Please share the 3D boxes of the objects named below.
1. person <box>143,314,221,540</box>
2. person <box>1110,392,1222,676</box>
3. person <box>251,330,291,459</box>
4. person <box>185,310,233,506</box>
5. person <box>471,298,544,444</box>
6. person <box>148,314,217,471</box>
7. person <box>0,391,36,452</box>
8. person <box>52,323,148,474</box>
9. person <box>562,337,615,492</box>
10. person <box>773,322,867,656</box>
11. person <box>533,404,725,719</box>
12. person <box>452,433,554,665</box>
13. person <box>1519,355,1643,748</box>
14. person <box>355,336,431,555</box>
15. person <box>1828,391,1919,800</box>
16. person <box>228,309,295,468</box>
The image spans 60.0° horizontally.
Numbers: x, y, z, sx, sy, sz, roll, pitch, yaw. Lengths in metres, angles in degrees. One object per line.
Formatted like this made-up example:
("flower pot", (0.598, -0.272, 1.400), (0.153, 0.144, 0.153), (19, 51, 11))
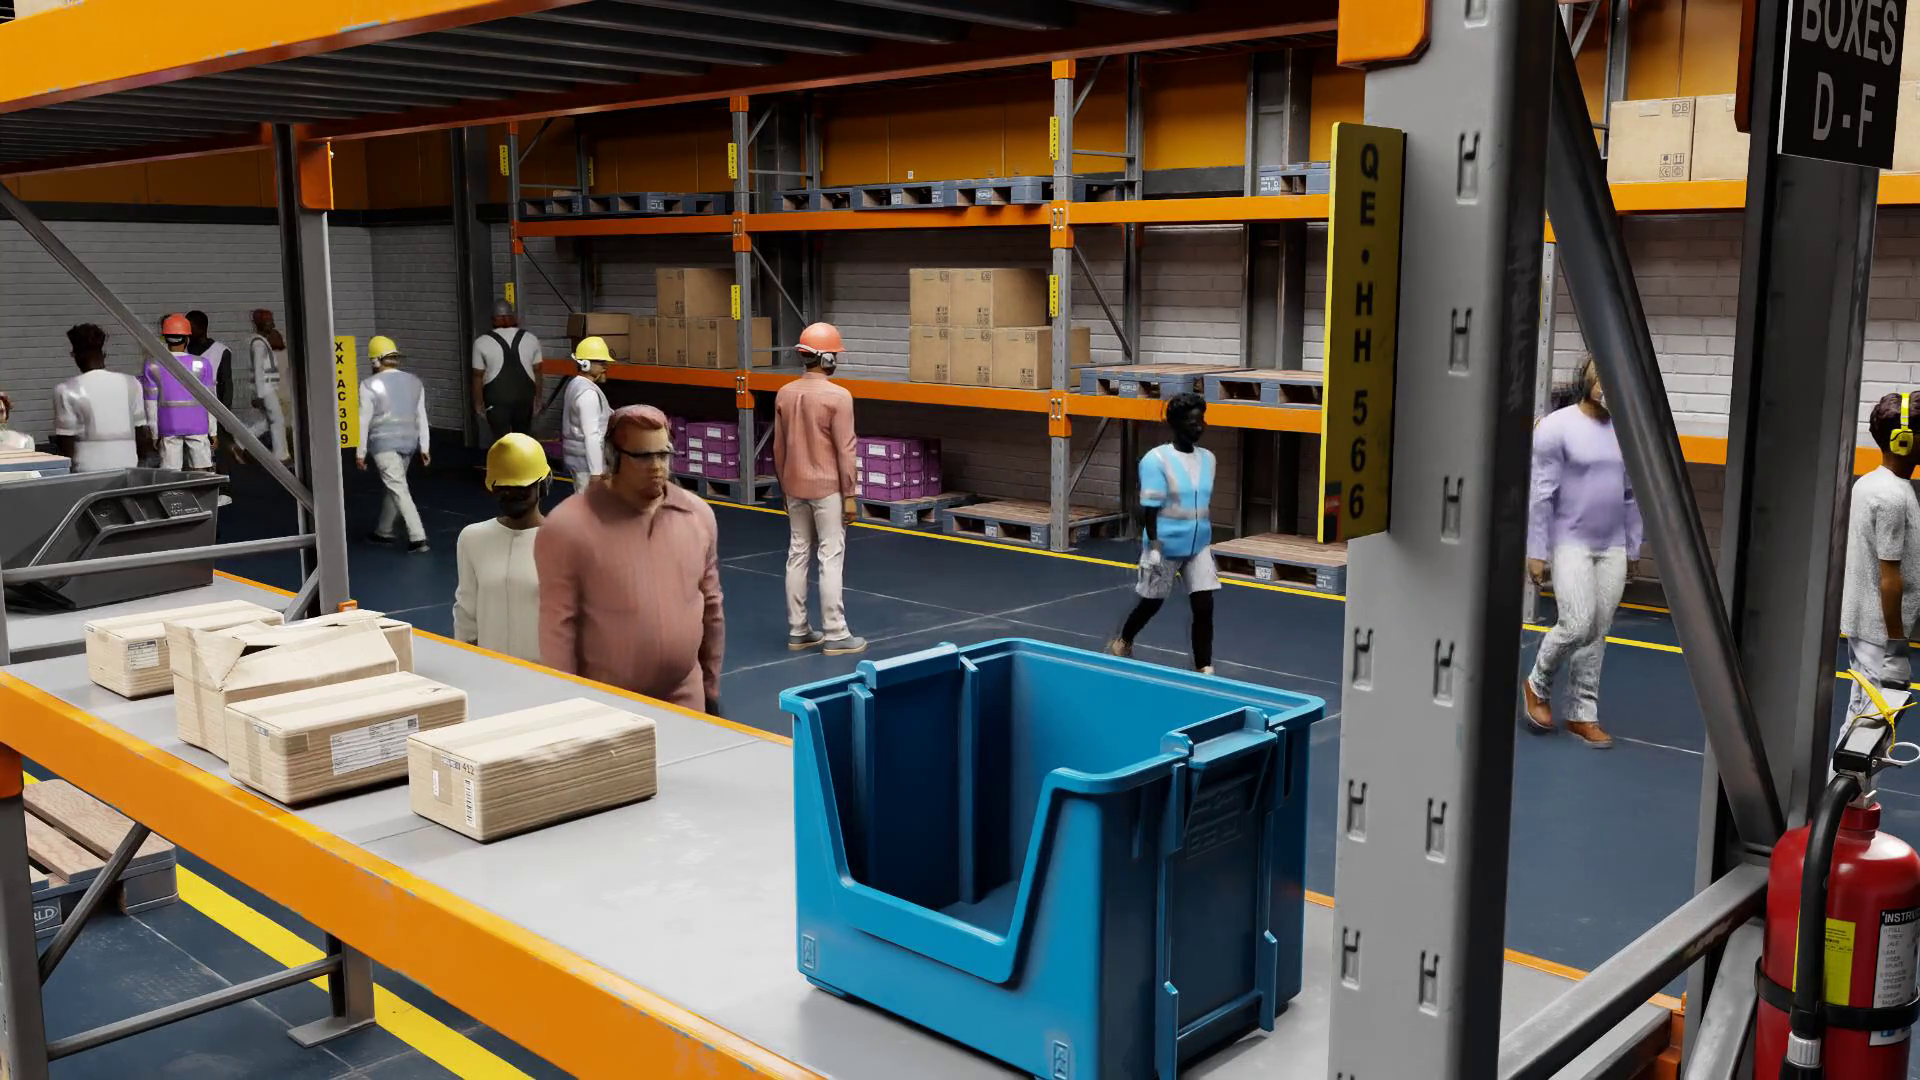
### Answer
("person", (-6.565, -0.935, 14.060), (0.545, 1.938, 0.361), (-3, 10, -19))
("person", (1.141, 0.015, 9.066), (0.530, 1.668, 0.803), (-5, 11, -30))
("person", (-8.174, -1.716, 19.893), (0.513, 1.593, 0.841), (-7, 12, -38))
("person", (-7.377, -1.283, 16.274), (0.588, 1.913, 0.391), (2, 10, 14))
("person", (-4.654, -1.474, 17.047), (0.711, 2.000, 0.578), (-5, 11, -28))
("person", (-8.756, -1.622, 18.684), (0.639, 1.802, 0.872), (8, 12, 40))
("person", (-5.769, -0.098, 9.989), (0.870, 1.593, 0.521), (9, 13, 44))
("person", (-5.824, -0.491, 11.284), (0.419, 1.952, 0.643), (6, 11, 33))
("person", (-2.665, -0.553, 12.053), (0.404, 1.829, 0.591), (-4, 10, -21))
("person", (-0.849, -0.306, 10.028), (0.612, 1.995, 0.392), (7, 12, 38))
("person", (-1.044, 0.502, 5.405), (0.663, 1.897, 0.424), (-7, 12, -38))
("person", (-1.515, 0.501, 5.806), (0.522, 1.762, 0.320), (1, 9, 6))
("person", (3.038, 0.049, 8.048), (0.649, 1.929, 0.442), (-3, 10, -19))
("person", (-4.642, -0.774, 13.594), (0.943, 1.778, 0.599), (6, 11, 31))
("person", (3.468, 0.377, 6.223), (0.328, 1.872, 0.513), (3, 10, 17))
("person", (-8.095, -1.744, 19.249), (0.714, 1.862, 0.586), (-4, 10, -25))
